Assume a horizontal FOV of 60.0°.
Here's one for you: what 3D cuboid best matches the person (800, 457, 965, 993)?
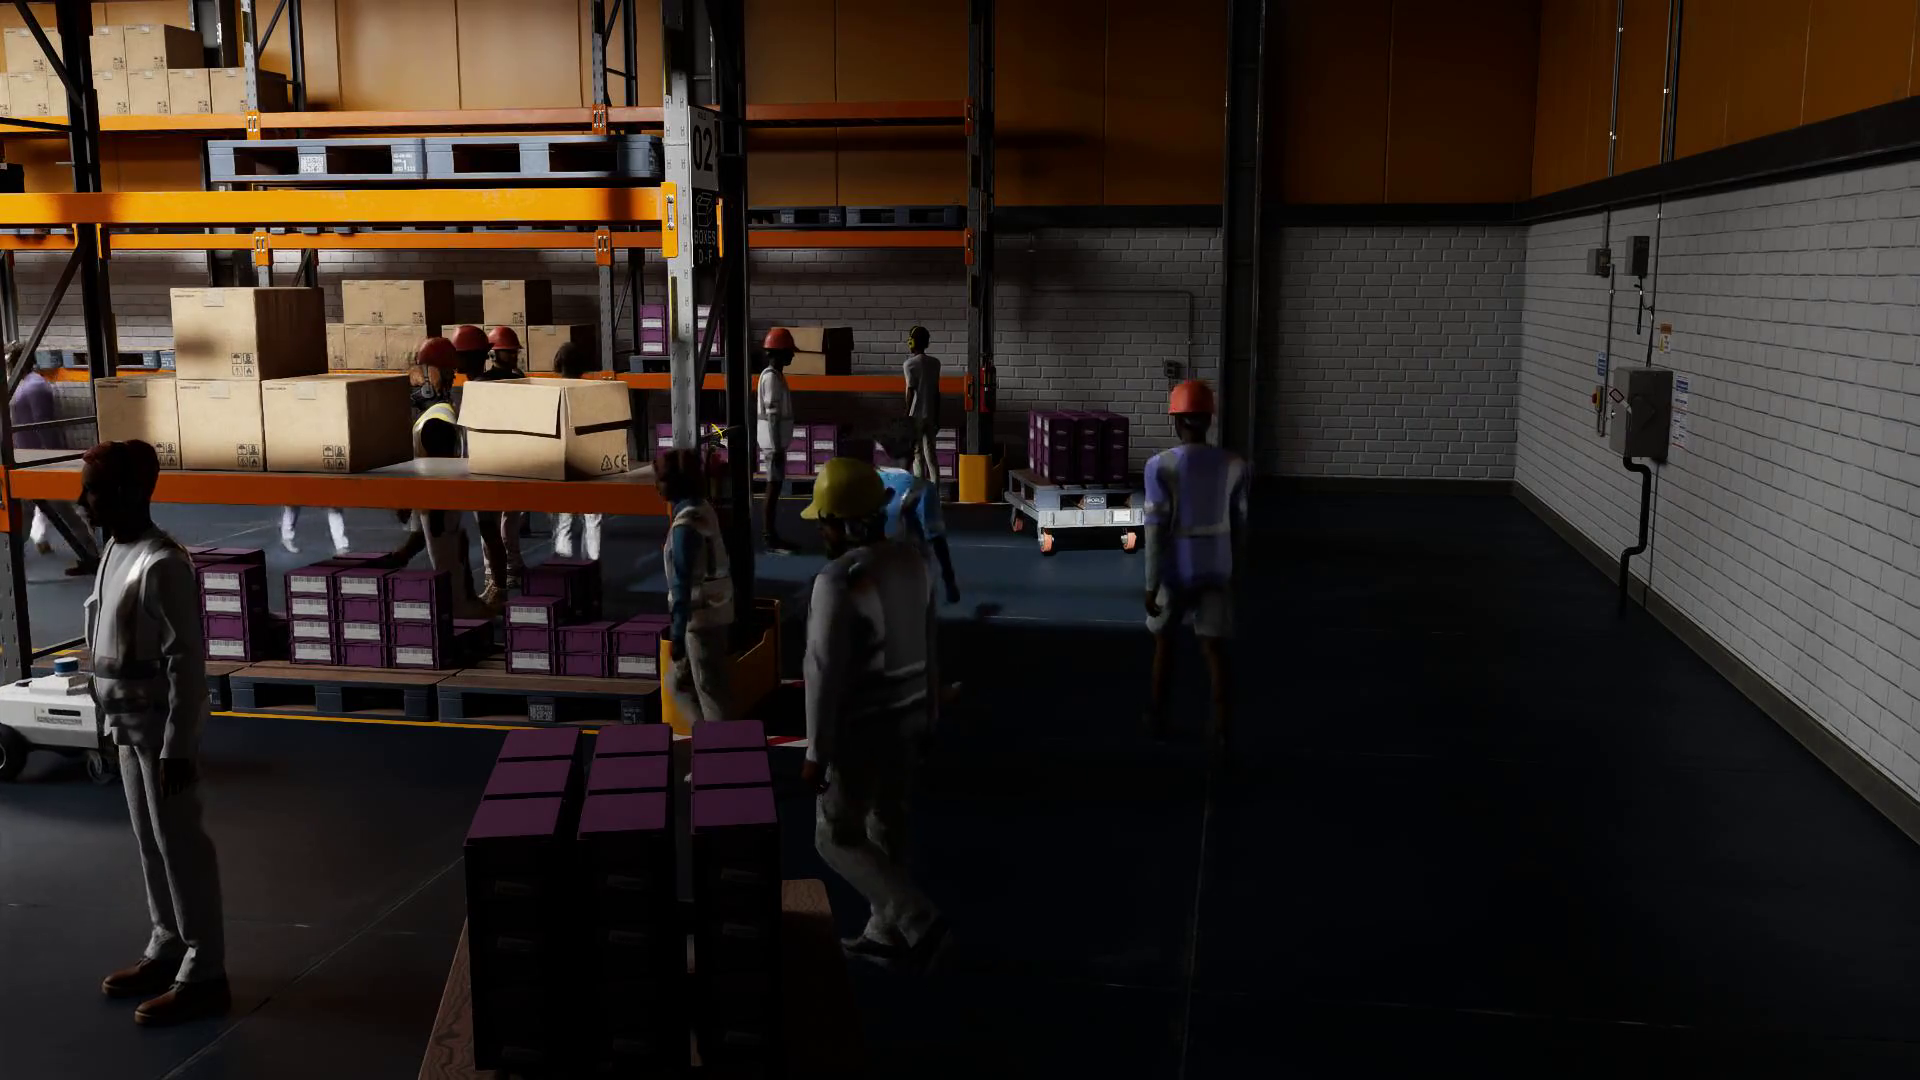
[{"bbox_3d":[-0.244,0.626,5.495,0.579,1.814,0.623,6,11,32],"label":"person"}]

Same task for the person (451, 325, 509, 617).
[{"bbox_3d":[-3.373,-0.476,11.633,0.392,2.041,0.615,-3,10,-17],"label":"person"}]

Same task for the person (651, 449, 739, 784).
[{"bbox_3d":[-1.166,0.383,7.624,0.448,1.611,0.555,0,9,-2],"label":"person"}]

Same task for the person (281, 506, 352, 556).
[{"bbox_3d":[-5.501,-0.710,14.064,0.881,1.725,0.527,8,12,40],"label":"person"}]

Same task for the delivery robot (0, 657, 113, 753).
[{"bbox_3d":[-4.265,0.807,7.975,0.707,0.478,0.477,2,9,15],"label":"delivery robot"}]

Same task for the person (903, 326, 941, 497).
[{"bbox_3d":[-0.400,-1.221,16.793,0.310,1.868,0.532,8,12,41],"label":"person"}]

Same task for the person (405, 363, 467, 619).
[{"bbox_3d":[-3.363,-0.212,10.665,0.430,1.835,0.622,-3,10,-20],"label":"person"}]

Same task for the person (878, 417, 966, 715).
[{"bbox_3d":[-0.242,0.185,8.721,0.580,1.640,0.873,9,13,44],"label":"person"}]

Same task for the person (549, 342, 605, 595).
[{"bbox_3d":[-2.804,-0.471,12.039,0.663,1.891,0.885,-1,9,-7],"label":"person"}]

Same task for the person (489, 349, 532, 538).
[{"bbox_3d":[-4.077,-0.927,15.091,0.404,1.827,0.600,-2,9,-14],"label":"person"}]

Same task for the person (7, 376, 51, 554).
[{"bbox_3d":[-8.038,-0.729,13.935,0.664,1.810,0.561,-3,10,-18],"label":"person"}]

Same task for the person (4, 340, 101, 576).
[{"bbox_3d":[-7.272,-0.617,13.017,0.998,1.878,0.651,-6,11,-35],"label":"person"}]

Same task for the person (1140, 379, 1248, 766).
[{"bbox_3d":[1.170,0.150,8.274,0.573,1.886,0.993,-2,9,-11],"label":"person"}]

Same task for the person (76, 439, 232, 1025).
[{"bbox_3d":[-2.612,0.612,5.375,0.346,1.882,0.578,-8,12,-42],"label":"person"}]

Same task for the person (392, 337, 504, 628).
[{"bbox_3d":[-3.608,-0.370,11.160,1.062,1.989,0.624,0,9,-3],"label":"person"}]

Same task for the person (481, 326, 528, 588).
[{"bbox_3d":[-3.495,-0.641,12.800,0.378,1.995,0.609,3,10,20],"label":"person"}]

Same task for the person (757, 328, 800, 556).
[{"bbox_3d":[-1.541,-0.836,14.190,0.373,1.934,0.551,-1,9,-6],"label":"person"}]
